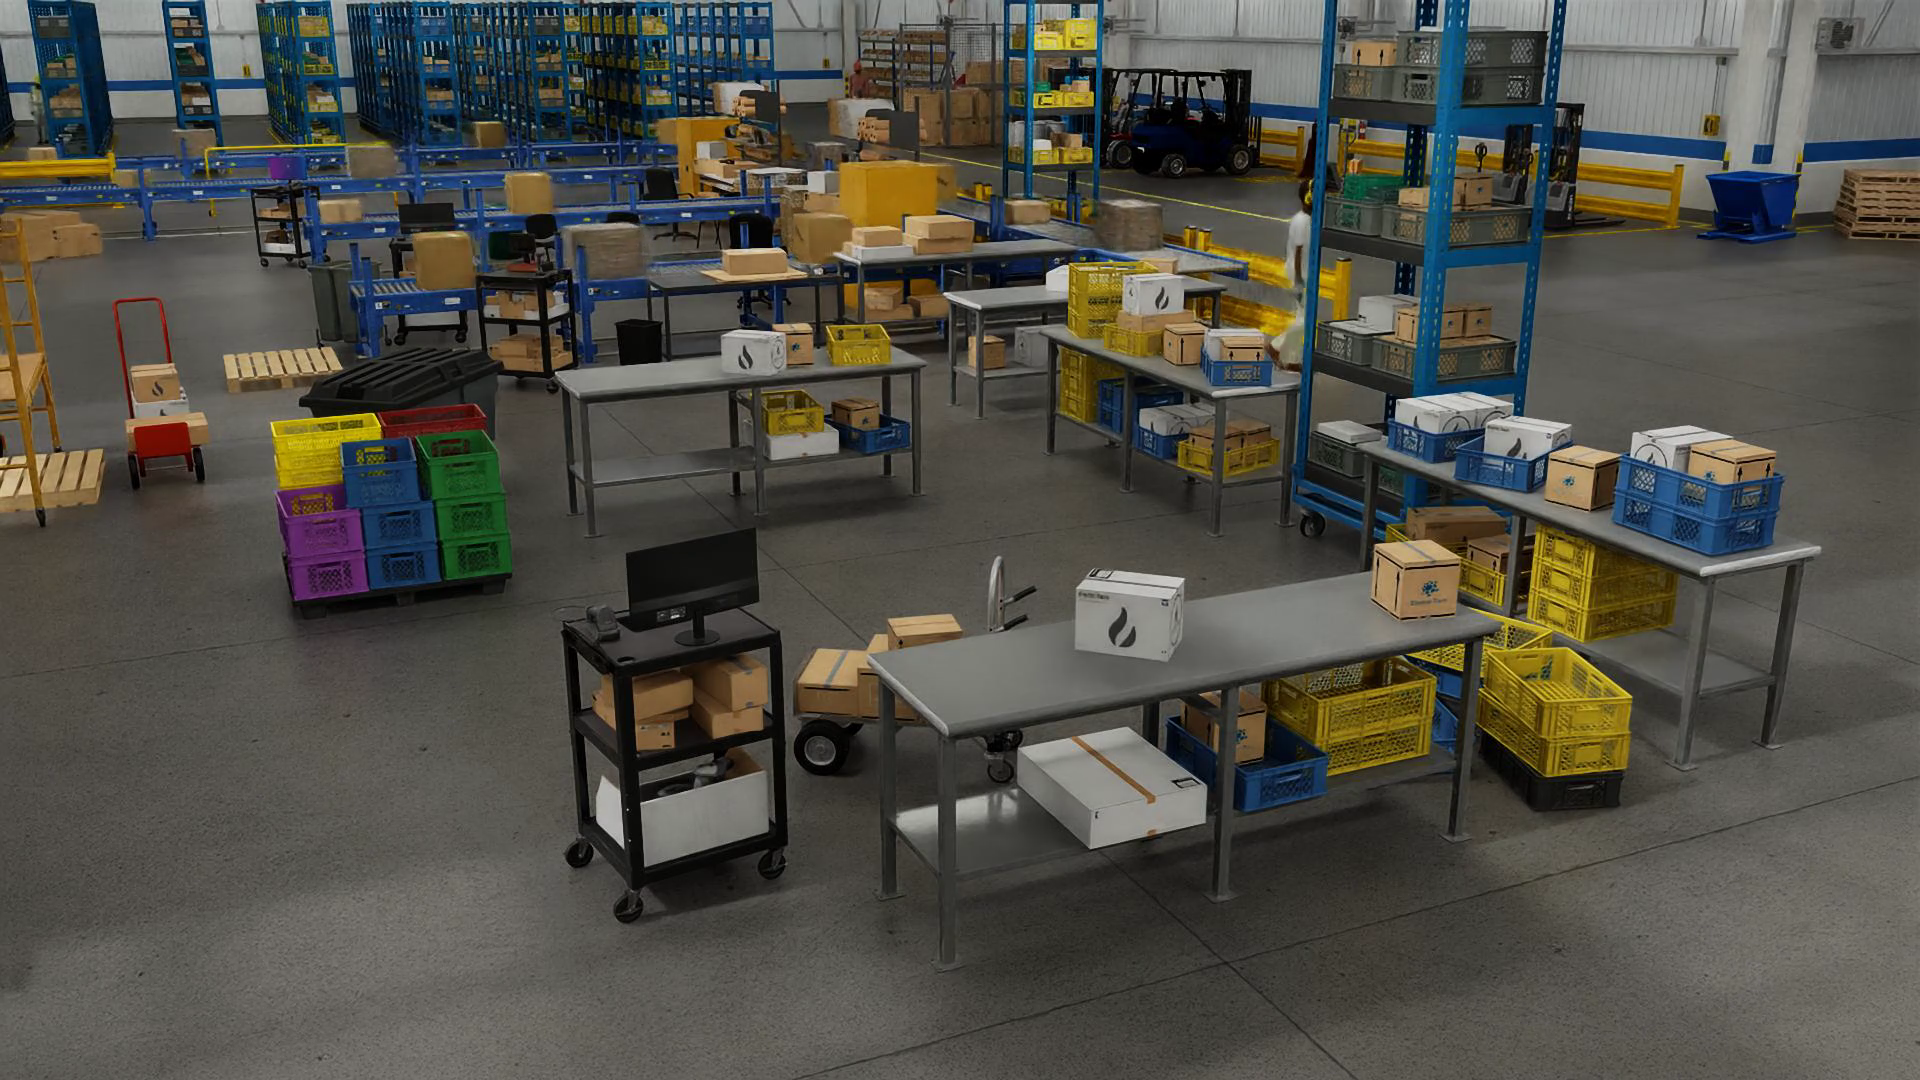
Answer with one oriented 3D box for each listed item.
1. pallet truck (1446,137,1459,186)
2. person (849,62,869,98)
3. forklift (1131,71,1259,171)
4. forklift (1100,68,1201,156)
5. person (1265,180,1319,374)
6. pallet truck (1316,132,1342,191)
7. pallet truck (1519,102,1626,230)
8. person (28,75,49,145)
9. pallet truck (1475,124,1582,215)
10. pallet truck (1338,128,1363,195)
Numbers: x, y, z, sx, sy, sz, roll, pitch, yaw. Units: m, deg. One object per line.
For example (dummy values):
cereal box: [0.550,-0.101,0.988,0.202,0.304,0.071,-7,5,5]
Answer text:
pallet truck: [9.184,-6.485,29.328,1.630,1.274,0.653,-8,19,-23]
person: [-2.981,-13.118,49.181,0.616,1.938,0.962,0,18,0]
forklift: [4.998,-8.936,35.413,2.680,1.987,1.157,-9,20,-25]
forklift: [4.082,-9.564,37.410,2.680,1.987,1.157,-8,19,-23]
person: [3.232,-2.484,15.822,0.450,1.855,0.556,5,18,16]
pallet truck: [7.723,-7.504,32.656,1.601,1.201,0.680,-8,19,-23]
pallet truck: [9.972,-6.037,26.785,1.885,1.965,0.823,-9,20,-25]
person: [-24.144,-11.290,43.703,0.597,1.770,0.853,-6,19,-19]
pallet truck: [9.707,-6.455,28.103,1.885,1.965,0.823,-7,19,-20]
pallet truck: [7.845,-7.140,31.411,1.522,1.261,0.704,-9,20,-25]
